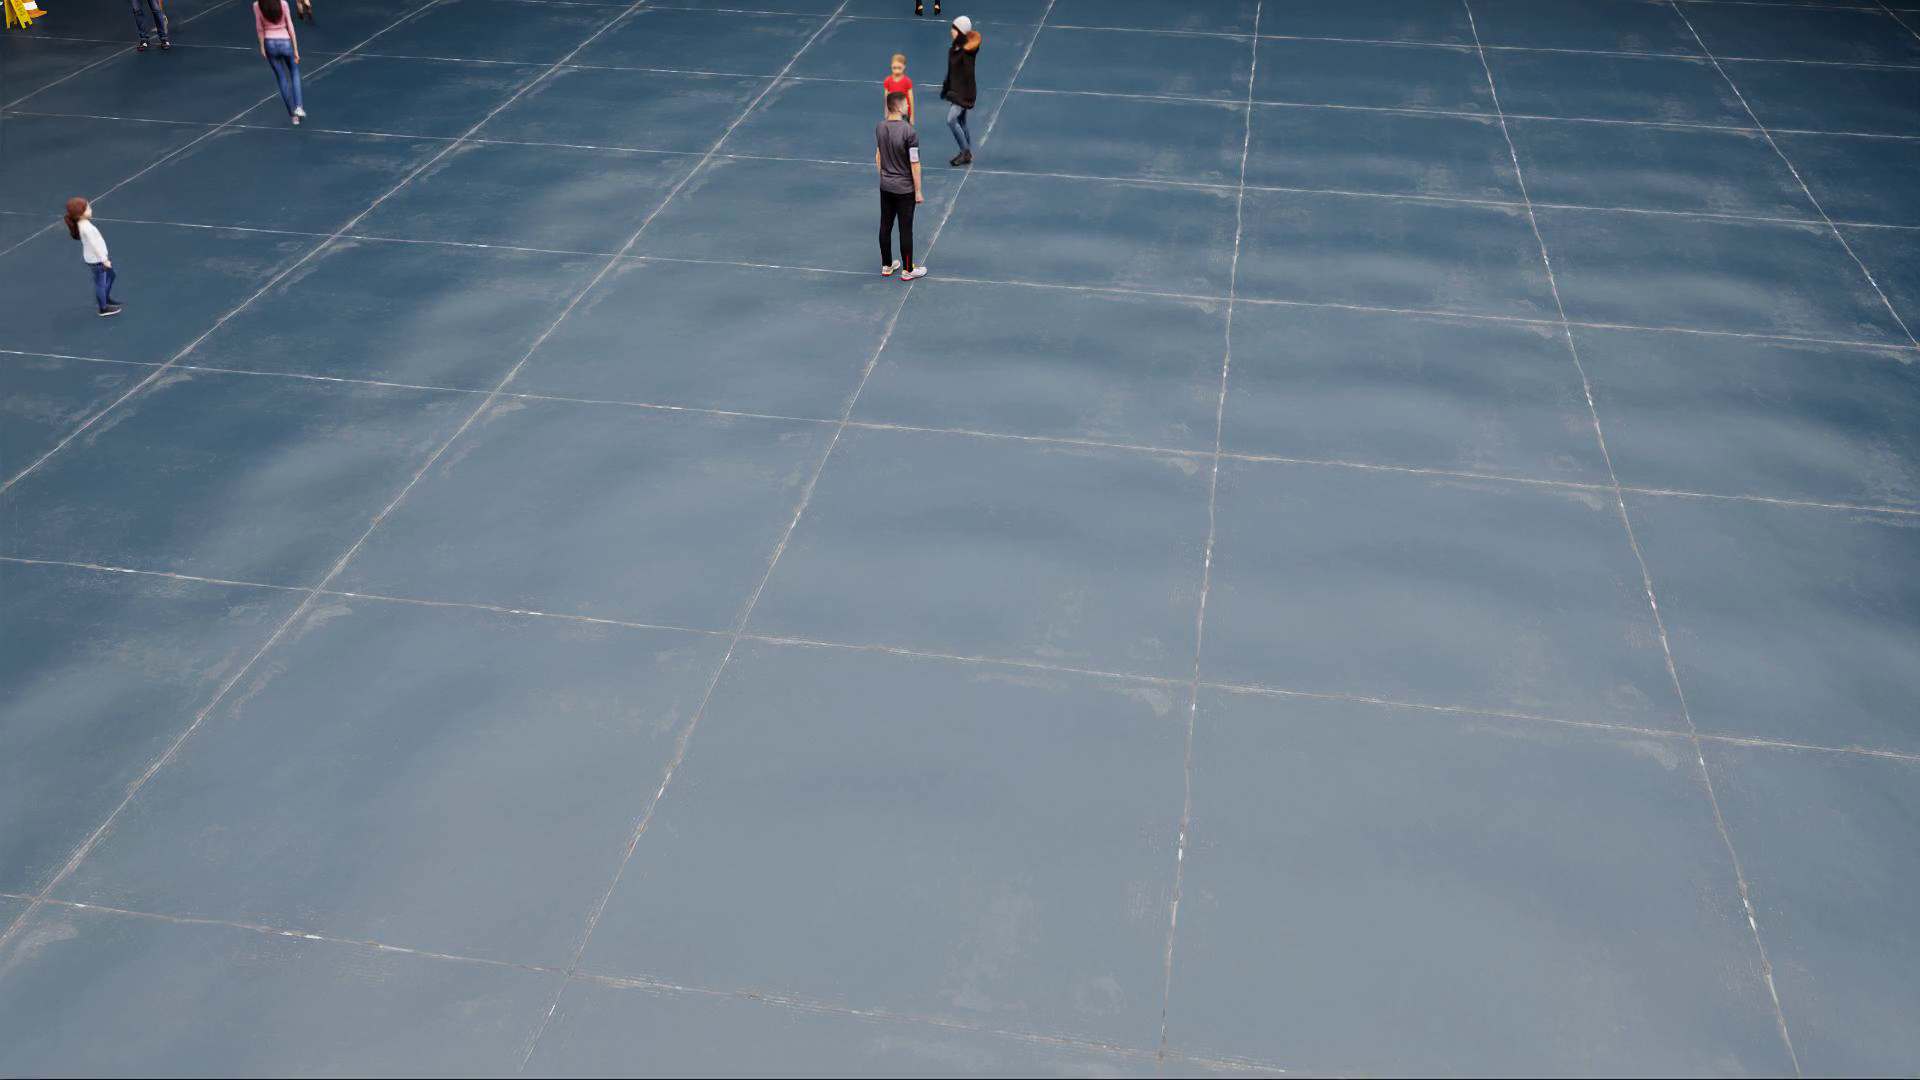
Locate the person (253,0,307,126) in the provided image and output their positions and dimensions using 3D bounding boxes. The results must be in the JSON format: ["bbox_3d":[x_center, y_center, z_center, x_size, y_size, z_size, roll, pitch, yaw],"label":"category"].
[{"bbox_3d":[-7.918,-5.689,19.337,0.691,1.731,0.760,-11,34,-17],"label":"person"}]

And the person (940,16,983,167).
[{"bbox_3d":[0.083,-4.903,18.189,0.757,1.625,0.726,-9,33,-13],"label":"person"}]

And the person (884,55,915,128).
[{"bbox_3d":[-0.645,-4.649,18.103,0.784,1.288,0.577,4,33,7],"label":"person"}]

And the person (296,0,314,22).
[{"bbox_3d":[-9.278,-7.801,23.353,0.606,1.017,0.671,-22,39,-31],"label":"person"}]

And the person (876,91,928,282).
[{"bbox_3d":[-0.585,-3.303,15.525,0.642,1.762,0.773,21,38,30],"label":"person"}]

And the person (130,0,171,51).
[{"bbox_3d":[-10.899,-7.475,22.040,0.617,1.866,0.770,-7,33,-11],"label":"person"}]

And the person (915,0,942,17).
[{"bbox_3d":[-0.470,-8.366,23.463,0.640,1.856,0.773,-4,33,-7],"label":"person"}]

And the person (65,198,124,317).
[{"bbox_3d":[-7.819,-2.538,14.930,0.602,1.102,0.545,-15,35,-22],"label":"person"}]
